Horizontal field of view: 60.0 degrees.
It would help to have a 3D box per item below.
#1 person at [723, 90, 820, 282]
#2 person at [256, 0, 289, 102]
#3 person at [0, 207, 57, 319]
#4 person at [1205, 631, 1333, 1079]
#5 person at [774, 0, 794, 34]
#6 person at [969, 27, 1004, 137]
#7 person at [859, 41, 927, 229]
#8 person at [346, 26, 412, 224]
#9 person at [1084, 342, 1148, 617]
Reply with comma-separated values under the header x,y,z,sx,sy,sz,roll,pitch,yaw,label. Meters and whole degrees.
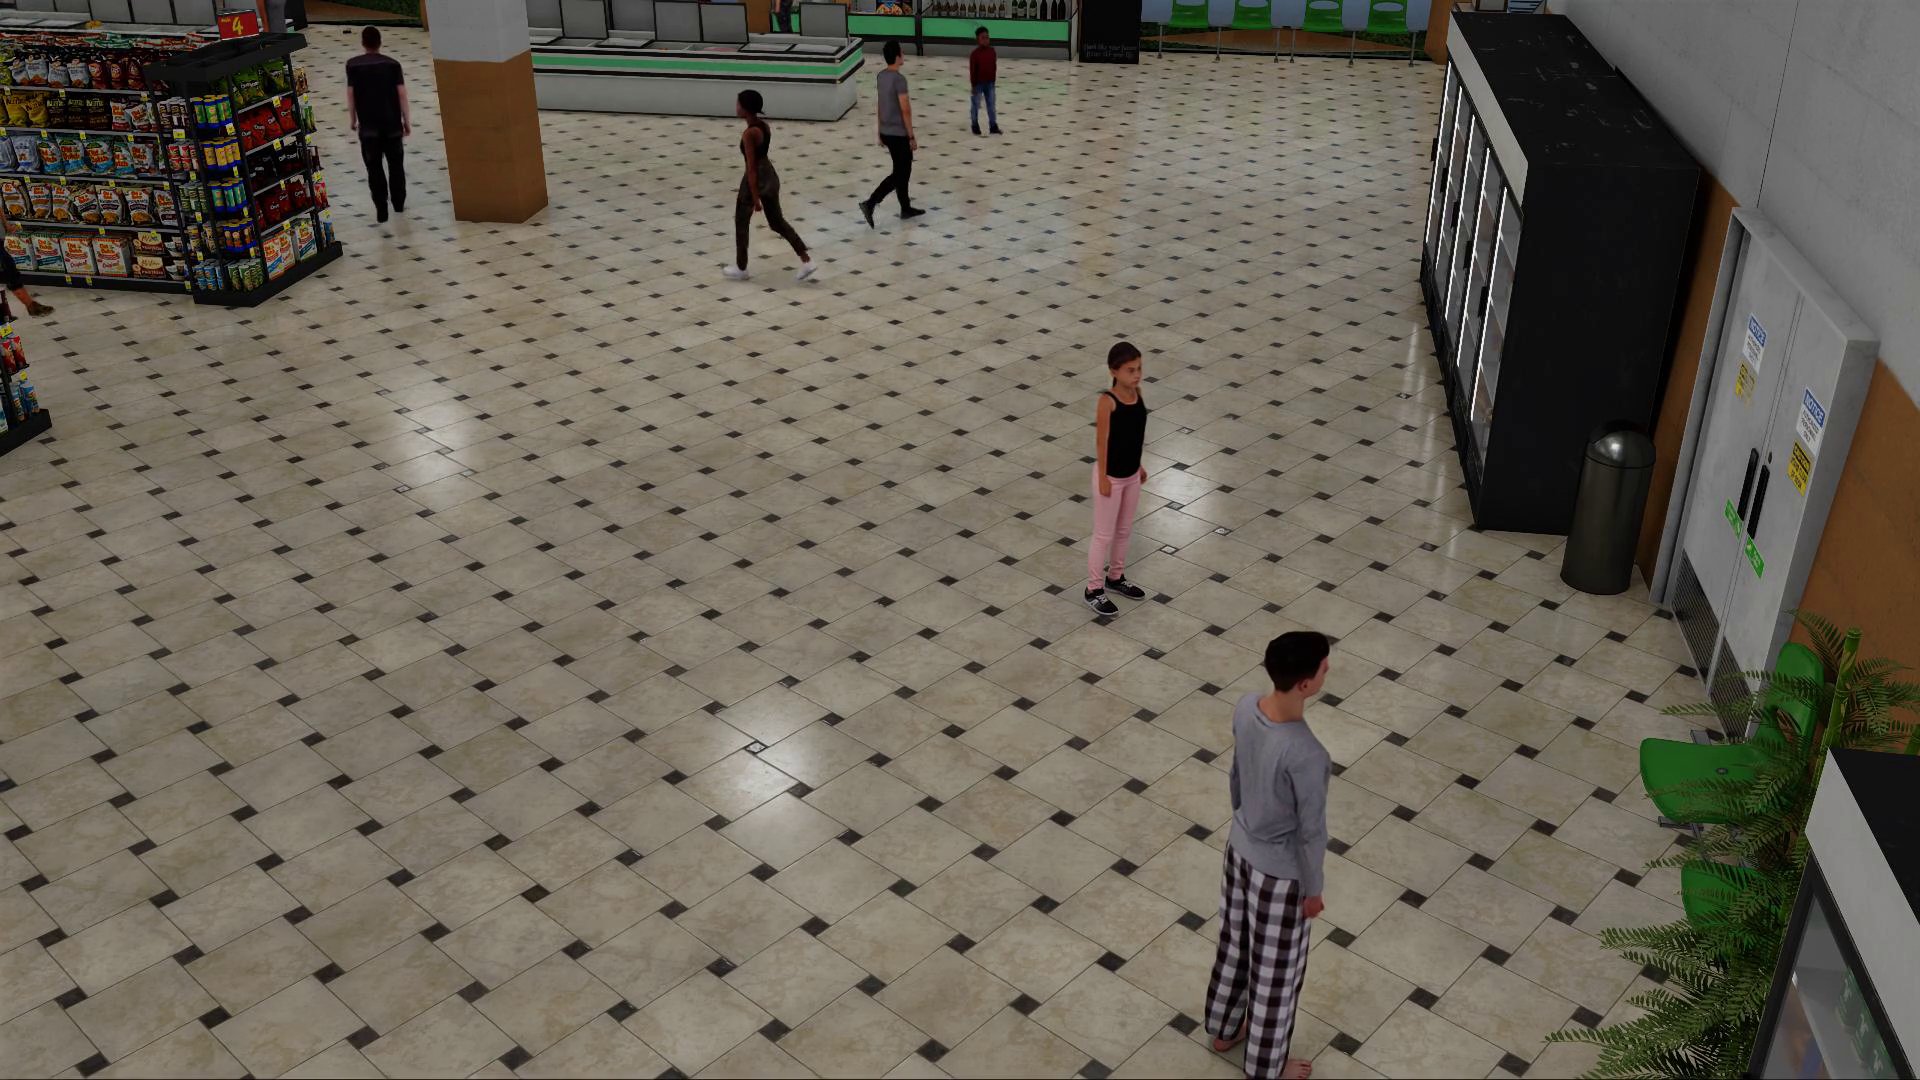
x,y,z,sx,sy,sz,roll,pitch,yaw,label
-1.637,-3.008,14.333,1.192,1.660,0.767,12,29,22,person
-8.381,-6.134,20.363,0.518,1.781,0.581,5,27,10,person
-8.070,-2.554,13.703,0.973,1.421,0.605,4,27,7,person
1.107,1.142,5.943,0.733,1.847,0.714,-12,29,-22,person
-2.436,-7.448,23.014,0.540,1.727,0.573,7,28,13,person
0.233,-5.355,19.424,0.750,1.241,0.784,-13,30,-24,person
-0.675,-3.860,15.936,1.128,1.730,1.016,-15,30,-27,person
-5.617,-3.993,16.095,1.207,1.824,1.132,-8,28,-16,person
0.875,-0.358,9.213,0.654,1.564,0.618,24,35,38,person
